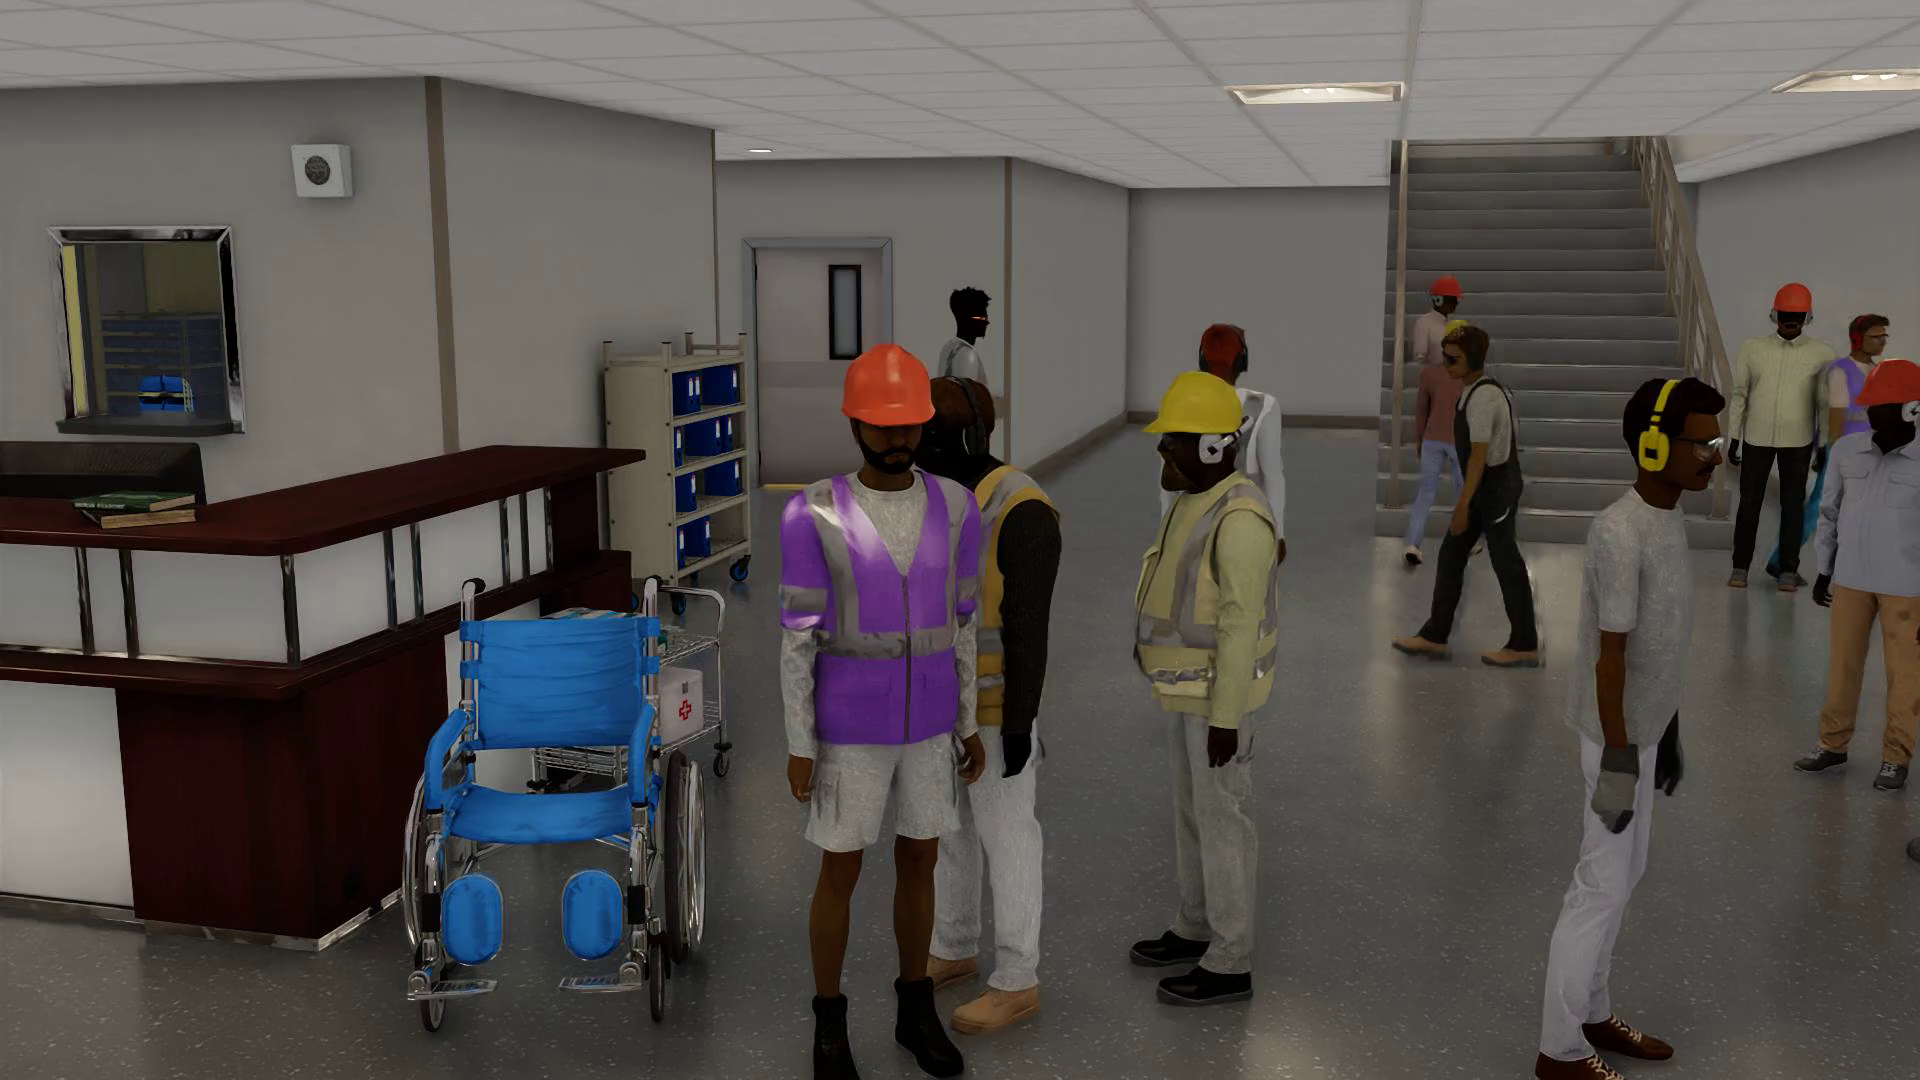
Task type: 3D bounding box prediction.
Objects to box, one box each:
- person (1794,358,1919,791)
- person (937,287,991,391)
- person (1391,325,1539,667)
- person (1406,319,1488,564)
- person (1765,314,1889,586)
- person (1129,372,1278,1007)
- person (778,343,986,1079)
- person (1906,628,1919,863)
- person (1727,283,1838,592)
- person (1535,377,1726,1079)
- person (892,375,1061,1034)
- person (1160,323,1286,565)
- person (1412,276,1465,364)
[{"bbox_3d":[3.738,0.138,6.755,0.339,1.747,0.564,-7,12,-34],"label":"person"},{"bbox_3d":[0.022,-0.629,10.635,0.369,1.965,0.609,-2,10,-11],"label":"person"},{"bbox_3d":[2.659,-0.216,8.681,0.842,1.796,0.506,1,10,6],"label":"person"},{"bbox_3d":[3.434,-0.694,11.748,0.538,1.718,0.924,7,12,37],"label":"person"},{"bbox_3d":[5.693,-0.546,10.669,0.586,1.802,0.968,-6,11,-32],"label":"person"},{"bbox_3d":[0.706,0.426,4.856,0.403,1.828,0.596,-1,10,-8],"label":"person"},{"bbox_3d":[-0.180,0.466,4.271,0.552,1.935,0.373,-4,11,-24],"label":"person"},{"bbox_3d":[3.613,0.217,5.723,0.602,1.943,0.394,0,10,0],"label":"person"},{"bbox_3d":[5.295,-0.656,10.749,0.617,1.990,0.398,5,11,28],"label":"person"},{"bbox_3d":[1.718,0.511,4.259,0.339,1.860,0.499,6,11,32],"label":"person"},{"bbox_3d":[0.008,0.454,4.680,0.433,1.836,0.617,-8,13,-40],"label":"person"},{"bbox_3d":[1.185,-0.067,7.663,0.582,1.855,0.886,7,12,34],"label":"person"},{"bbox_3d":[4.265,-1.351,14.839,0.445,1.977,0.639,9,13,44],"label":"person"}]
